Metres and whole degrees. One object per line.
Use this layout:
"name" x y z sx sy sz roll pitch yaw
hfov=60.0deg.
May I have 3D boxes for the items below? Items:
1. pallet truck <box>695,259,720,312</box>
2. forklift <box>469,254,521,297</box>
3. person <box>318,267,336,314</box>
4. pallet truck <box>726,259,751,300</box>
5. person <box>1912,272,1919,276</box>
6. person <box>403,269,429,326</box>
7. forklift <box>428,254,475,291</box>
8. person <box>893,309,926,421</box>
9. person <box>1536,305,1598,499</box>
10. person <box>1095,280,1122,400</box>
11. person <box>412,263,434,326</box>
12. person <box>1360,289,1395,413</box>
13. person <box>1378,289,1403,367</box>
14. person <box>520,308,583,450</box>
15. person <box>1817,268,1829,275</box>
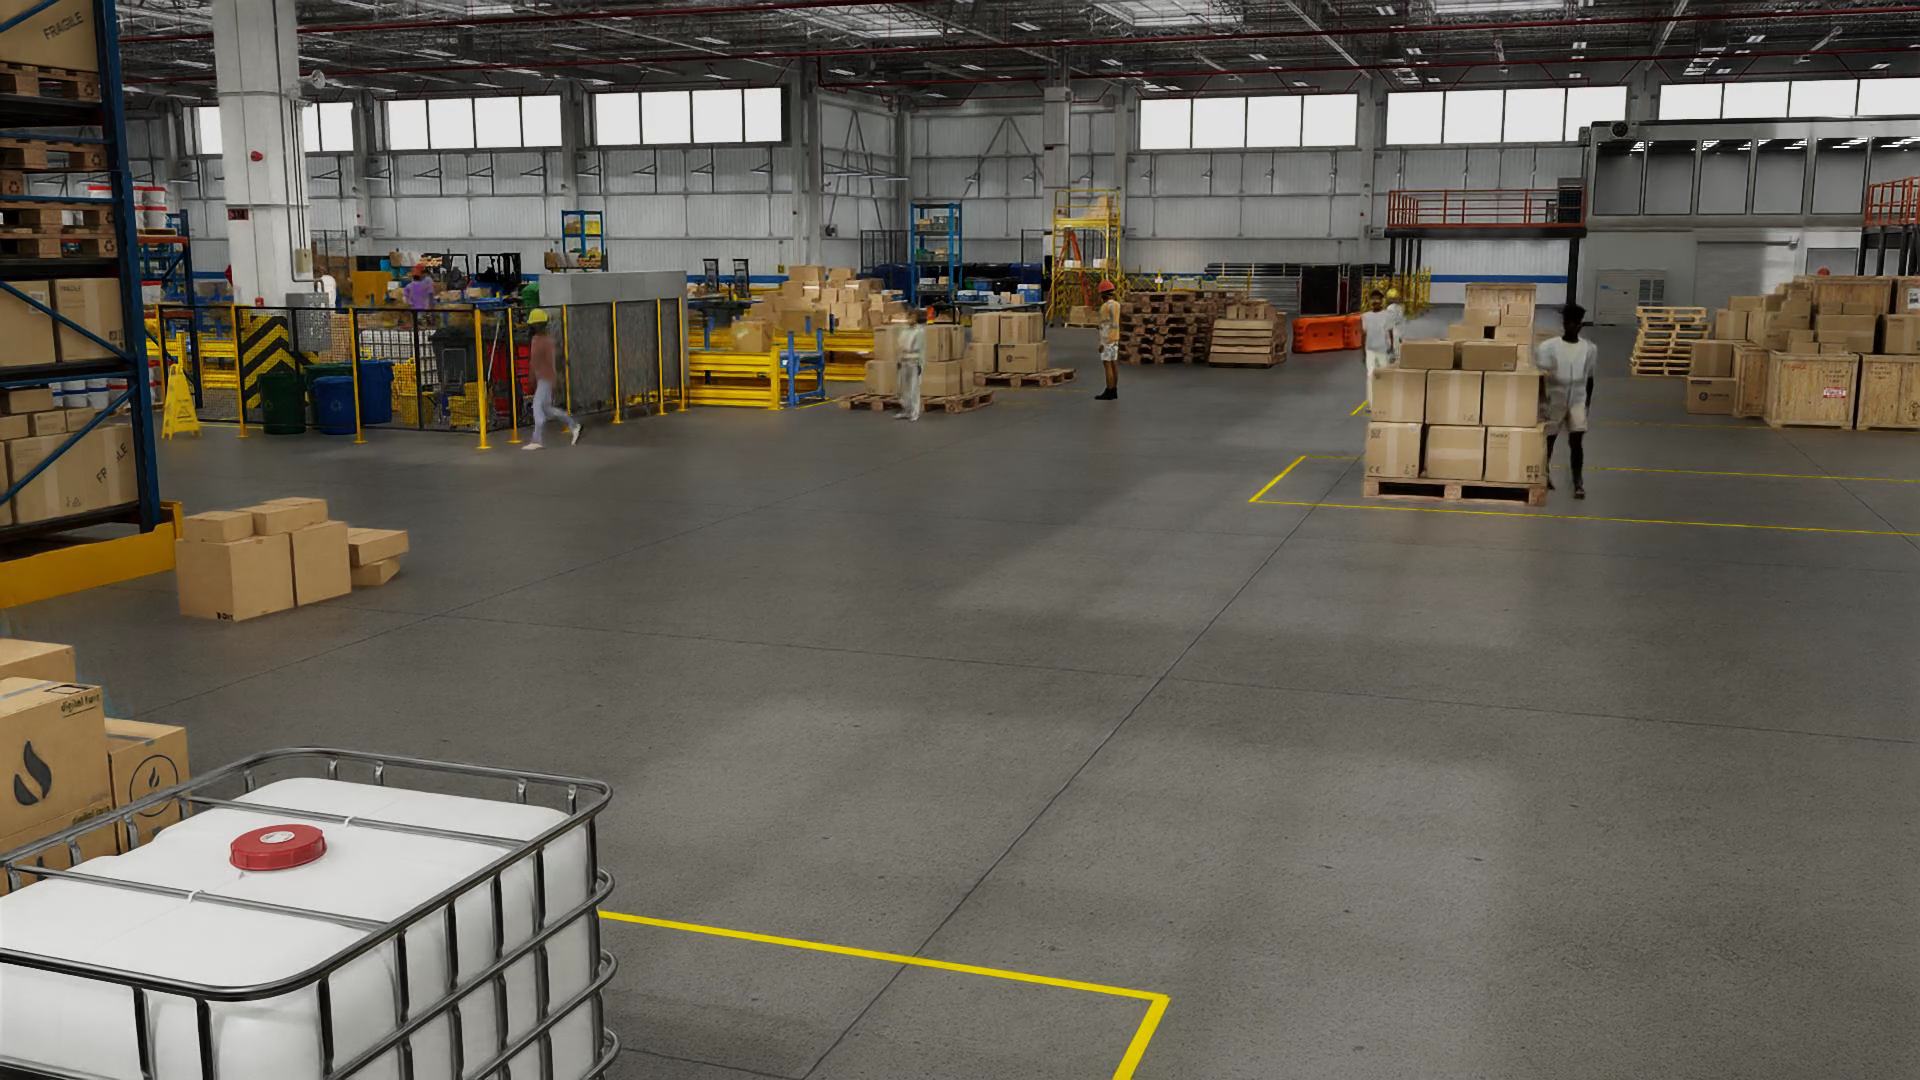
"pallet truck" -9.165 -9.627 62.776 0.823 1.965 1.885 4 11 23
"forklift" -17.990 -10.121 64.684 1.157 1.987 2.680 3 11 17
"person" -17.684 -6.666 46.403 0.395 1.900 0.645 3 11 19
"pallet truck" -7.986 -9.493 62.019 0.823 1.965 1.885 3 11 17
"person" 20.799 -4.860 36.140 0.515 1.922 0.551 -1 10 -5
"person" -13.430 -5.720 41.061 0.624 1.896 0.676 -6 12 -31
"forklift" -20.133 -10.254 65.465 1.157 1.987 2.680 3 11 19
"person" -0.689 -2.478 23.613 0.551 1.610 0.351 9 13 40
"person" 6.030 -1.385 16.602 0.613 1.920 0.993 1 10 5
"person" 2.391 -3.235 26.966 0.365 1.932 0.543 5 11 27
"person" -13.819 -6.088 42.738 0.605 2.035 0.389 2 10 12
"person" 6.275 -2.838 24.964 0.531 1.848 0.522 4 11 19
"person" 7.885 -3.737 30.446 0.896 1.695 0.500 9 14 42
"person" -5.040 -1.982 20.442 0.754 1.734 0.522 -6 12 -29
"person" 18.789 -4.930 36.331 0.380 1.995 0.611 -9 14 -43
